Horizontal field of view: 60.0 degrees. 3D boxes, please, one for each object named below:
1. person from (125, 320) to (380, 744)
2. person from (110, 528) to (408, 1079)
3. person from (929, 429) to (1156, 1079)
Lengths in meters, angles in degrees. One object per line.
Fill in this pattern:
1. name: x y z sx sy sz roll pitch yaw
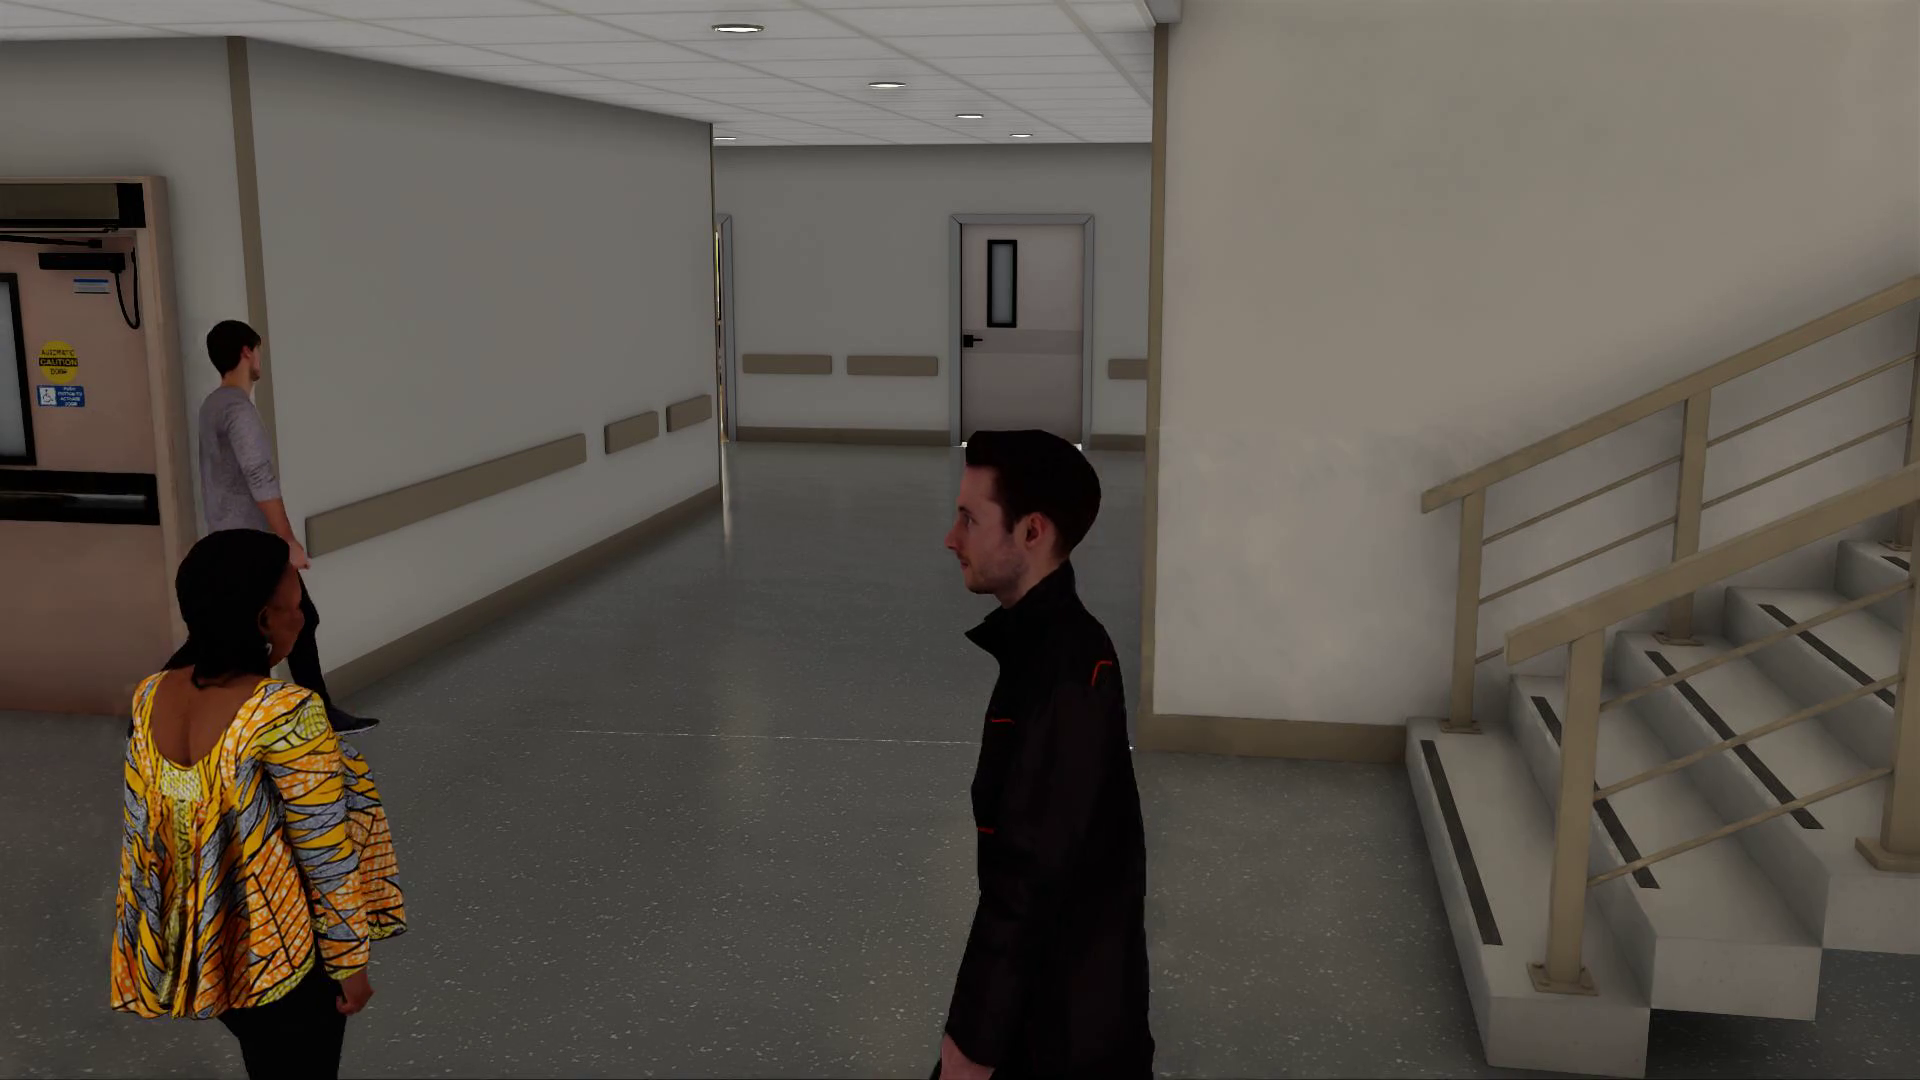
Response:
1. person: -3.039 0.047 6.807 1.316 1.787 1.115 -4 11 -21
2. person: -1.403 0.821 3.159 1.026 1.627 0.954 6 12 29
3. person: 0.228 0.776 2.705 1.052 1.885 0.834 -1 11 -4
